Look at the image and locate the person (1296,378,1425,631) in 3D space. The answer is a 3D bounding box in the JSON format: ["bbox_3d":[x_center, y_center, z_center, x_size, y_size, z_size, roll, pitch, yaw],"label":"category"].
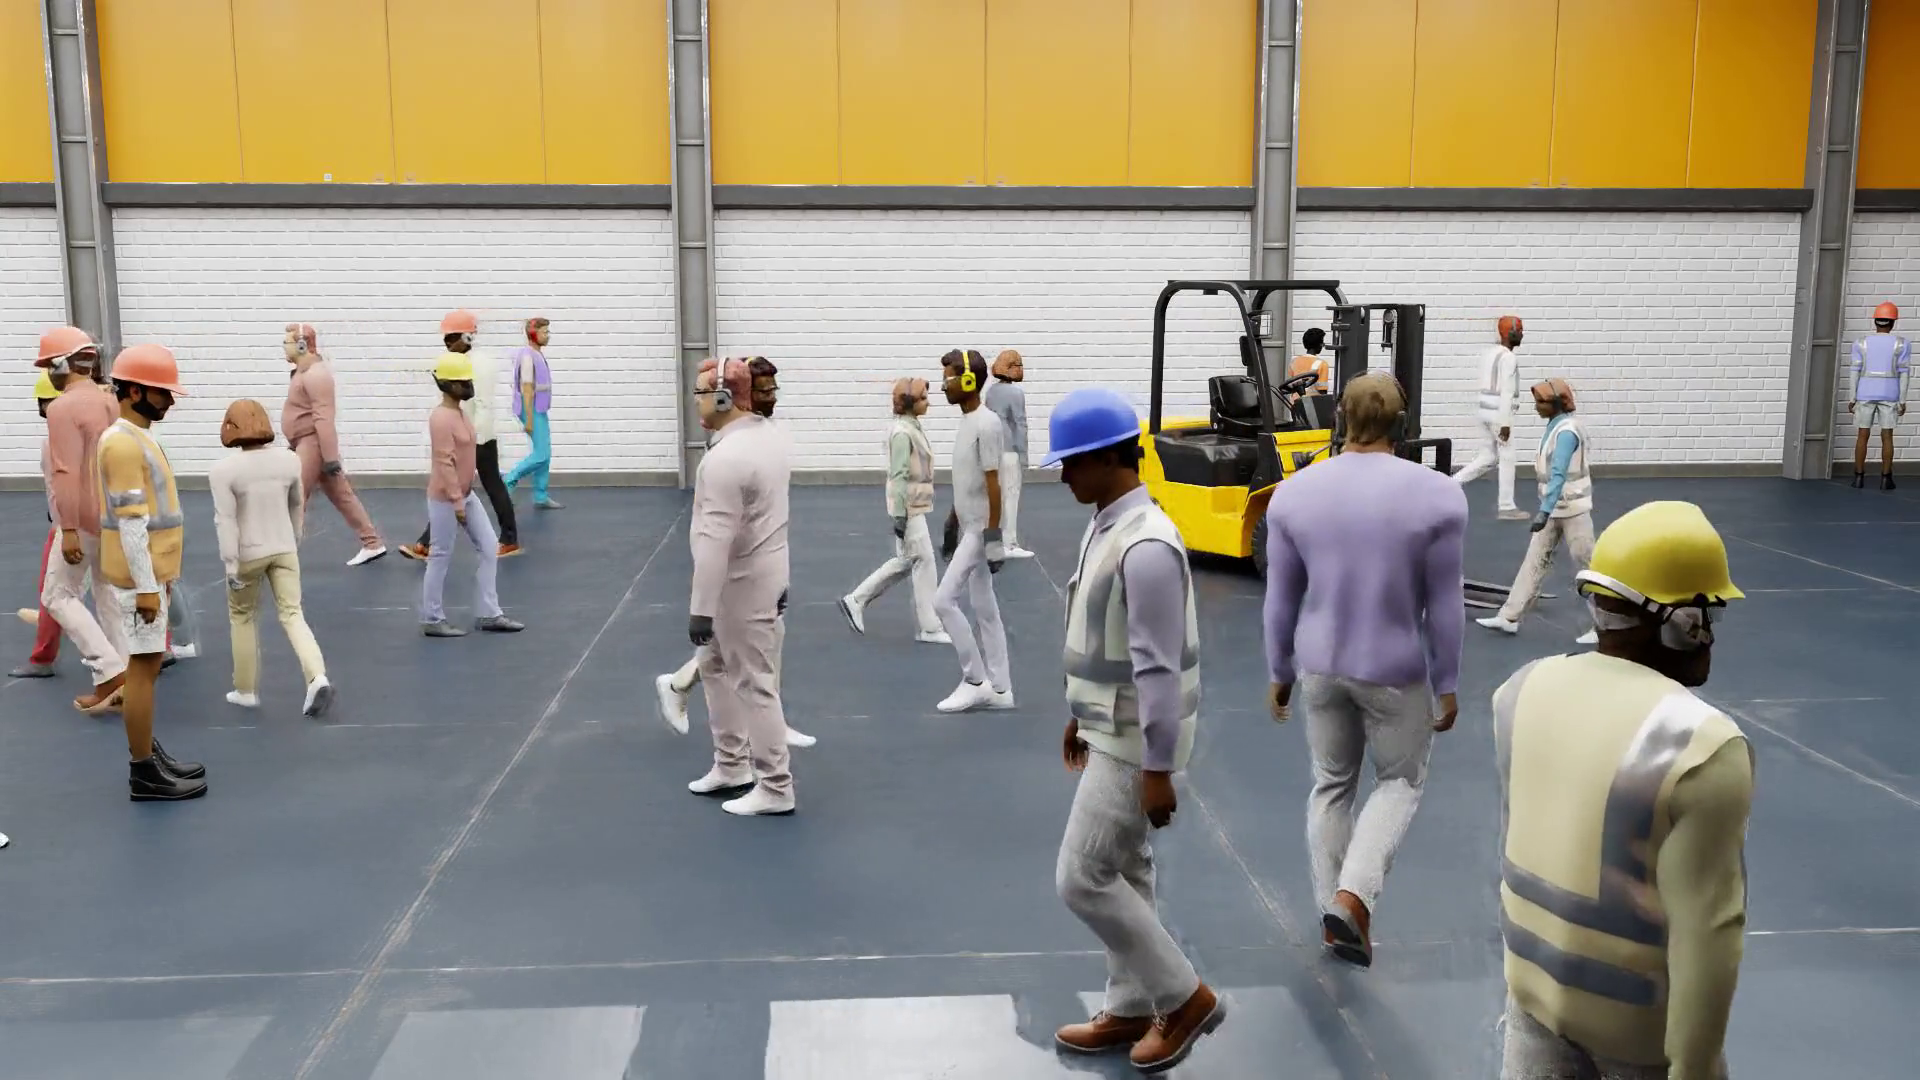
[{"bbox_3d":[2.538,-0.206,10.222,0.821,1.606,0.530,1,9,8],"label":"person"}]

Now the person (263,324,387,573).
[{"bbox_3d":[-4.846,-0.689,12.501,1.011,1.865,0.639,-3,10,-18],"label":"person"}]

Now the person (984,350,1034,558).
[{"bbox_3d":[0.376,-0.678,13.091,0.276,1.633,0.507,-6,11,-32],"label":"person"}]

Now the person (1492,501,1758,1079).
[{"bbox_3d":[1.319,0.821,3.139,0.837,1.795,0.620,-4,10,-22],"label":"person"}]

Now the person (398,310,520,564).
[{"bbox_3d":[-3.823,-0.779,12.750,0.647,1.936,1.009,7,12,39],"label":"person"}]

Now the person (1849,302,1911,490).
[{"bbox_3d":[9.506,-1.487,17.221,0.548,1.937,0.379,6,11,34],"label":"person"}]

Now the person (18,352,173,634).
[{"bbox_3d":[-5.274,-0.284,10.147,0.974,1.782,0.648,-3,10,-18],"label":"person"}]

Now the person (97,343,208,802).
[{"bbox_3d":[-3.428,0.136,7.060,0.375,1.928,0.542,-4,10,-23],"label":"person"}]

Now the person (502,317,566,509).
[{"bbox_3d":[-4.048,-1.178,15.638,0.524,1.829,0.562,-1,9,-4],"label":"person"}]

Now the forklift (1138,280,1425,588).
[{"bbox_3d":[2.301,-0.860,12.475,1.214,2.155,2.313,-6,11,-35],"label":"forklift"}]

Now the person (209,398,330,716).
[{"bbox_3d":[-3.487,0.085,8.389,0.744,1.605,0.496,8,12,43],"label":"person"}]

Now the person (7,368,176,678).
[{"bbox_3d":[-4.780,-0.078,9.082,0.921,1.726,0.531,1,9,6],"label":"person"}]

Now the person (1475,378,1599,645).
[{"bbox_3d":[3.588,-0.169,10.003,0.804,1.597,0.545,1,9,4],"label":"person"}]

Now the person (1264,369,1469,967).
[{"bbox_3d":[1.249,0.426,5.250,0.638,1.923,0.554,5,10,28],"label":"person"}]

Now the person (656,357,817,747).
[{"bbox_3d":[-1.048,0.065,7.755,0.677,1.849,0.533,2,9,15],"label":"person"}]

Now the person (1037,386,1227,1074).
[{"bbox_3d":[0.430,0.535,4.580,0.453,1.915,0.619,0,9,0],"label":"person"}]

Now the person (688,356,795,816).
[{"bbox_3d":[-0.968,0.198,6.796,0.682,1.881,0.675,1,9,9],"label":"person"}]

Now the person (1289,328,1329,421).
[{"bbox_3d":[3.520,-1.290,16.760,0.319,1.690,0.532,-5,10,-30],"label":"person"}]

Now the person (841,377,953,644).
[{"bbox_3d":[-0.362,-0.178,10.006,0.709,1.618,0.521,1,9,7],"label":"person"}]

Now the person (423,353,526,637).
[{"bbox_3d":[-2.970,-0.257,10.090,0.728,1.734,0.542,0,9,3],"label":"person"}]

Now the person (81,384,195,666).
[{"bbox_3d":[-4.702,-0.074,9.354,0.687,1.607,0.532,-6,11,-33],"label":"person"}]

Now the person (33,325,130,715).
[{"bbox_3d":[-4.400,-0.092,8.373,0.469,1.964,0.624,1,9,6],"label":"person"}]

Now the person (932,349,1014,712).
[{"bbox_3d":[0.025,-0.038,8.398,0.571,1.842,0.536,-1,9,-9],"label":"person"}]

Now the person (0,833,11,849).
[{"bbox_3d":[-3.966,0.292,6.224,0.734,1.879,0.677,4,10,22],"label":"person"}]

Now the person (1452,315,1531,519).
[{"bbox_3d":[4.795,-1.102,15.066,0.743,1.865,0.588,0,9,1],"label":"person"}]
